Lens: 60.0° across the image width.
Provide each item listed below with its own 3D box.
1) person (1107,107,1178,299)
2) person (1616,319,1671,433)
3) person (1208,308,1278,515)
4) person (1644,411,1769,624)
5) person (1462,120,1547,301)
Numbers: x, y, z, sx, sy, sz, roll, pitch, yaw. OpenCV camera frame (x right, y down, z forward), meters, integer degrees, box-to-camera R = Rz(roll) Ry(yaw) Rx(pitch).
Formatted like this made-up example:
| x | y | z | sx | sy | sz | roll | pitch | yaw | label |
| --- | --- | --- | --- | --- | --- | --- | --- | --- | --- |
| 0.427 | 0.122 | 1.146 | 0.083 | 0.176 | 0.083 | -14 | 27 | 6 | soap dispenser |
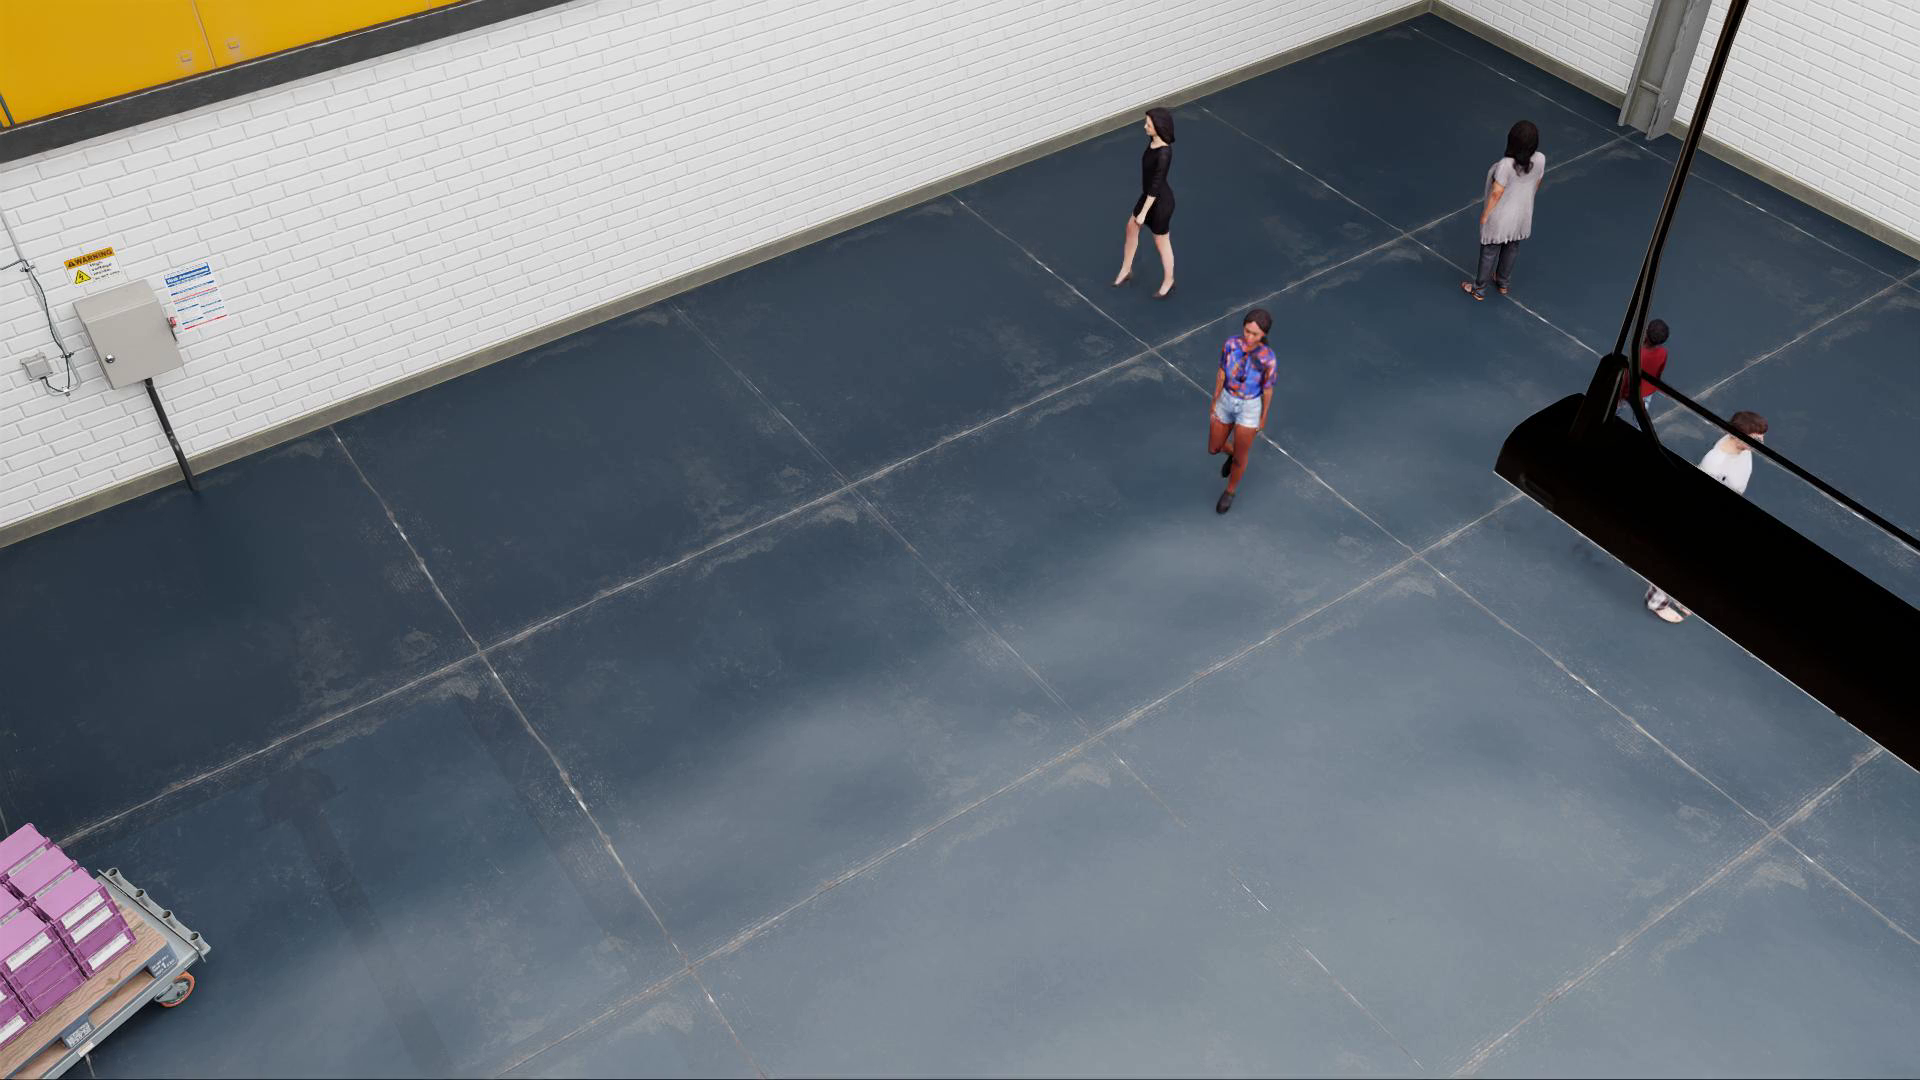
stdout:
| x | y | z | sx | sy | sz | roll | pitch | yaw | label |
| --- | --- | --- | --- | --- | --- | --- | --- | --- | --- |
| 1.718 | -2.743 | 13.765 | 0.881 | 1.783 | 0.867 | -2 | 44 | -2 | person |
| 5.074 | -1.088 | 12.416 | 0.732 | 1.246 | 0.929 | -7 | 44 | -7 | person |
| 2.042 | -0.974 | 11.947 | 0.786 | 1.729 | 0.812 | 23 | 48 | 22 | person |
| 4.872 | -0.182 | 11.037 | 0.696 | 1.837 | 0.690 | -31 | 52 | -29 | person |
| 4.581 | -2.755 | 13.903 | 0.687 | 1.610 | 0.715 | -16 | 46 | -16 | person |
